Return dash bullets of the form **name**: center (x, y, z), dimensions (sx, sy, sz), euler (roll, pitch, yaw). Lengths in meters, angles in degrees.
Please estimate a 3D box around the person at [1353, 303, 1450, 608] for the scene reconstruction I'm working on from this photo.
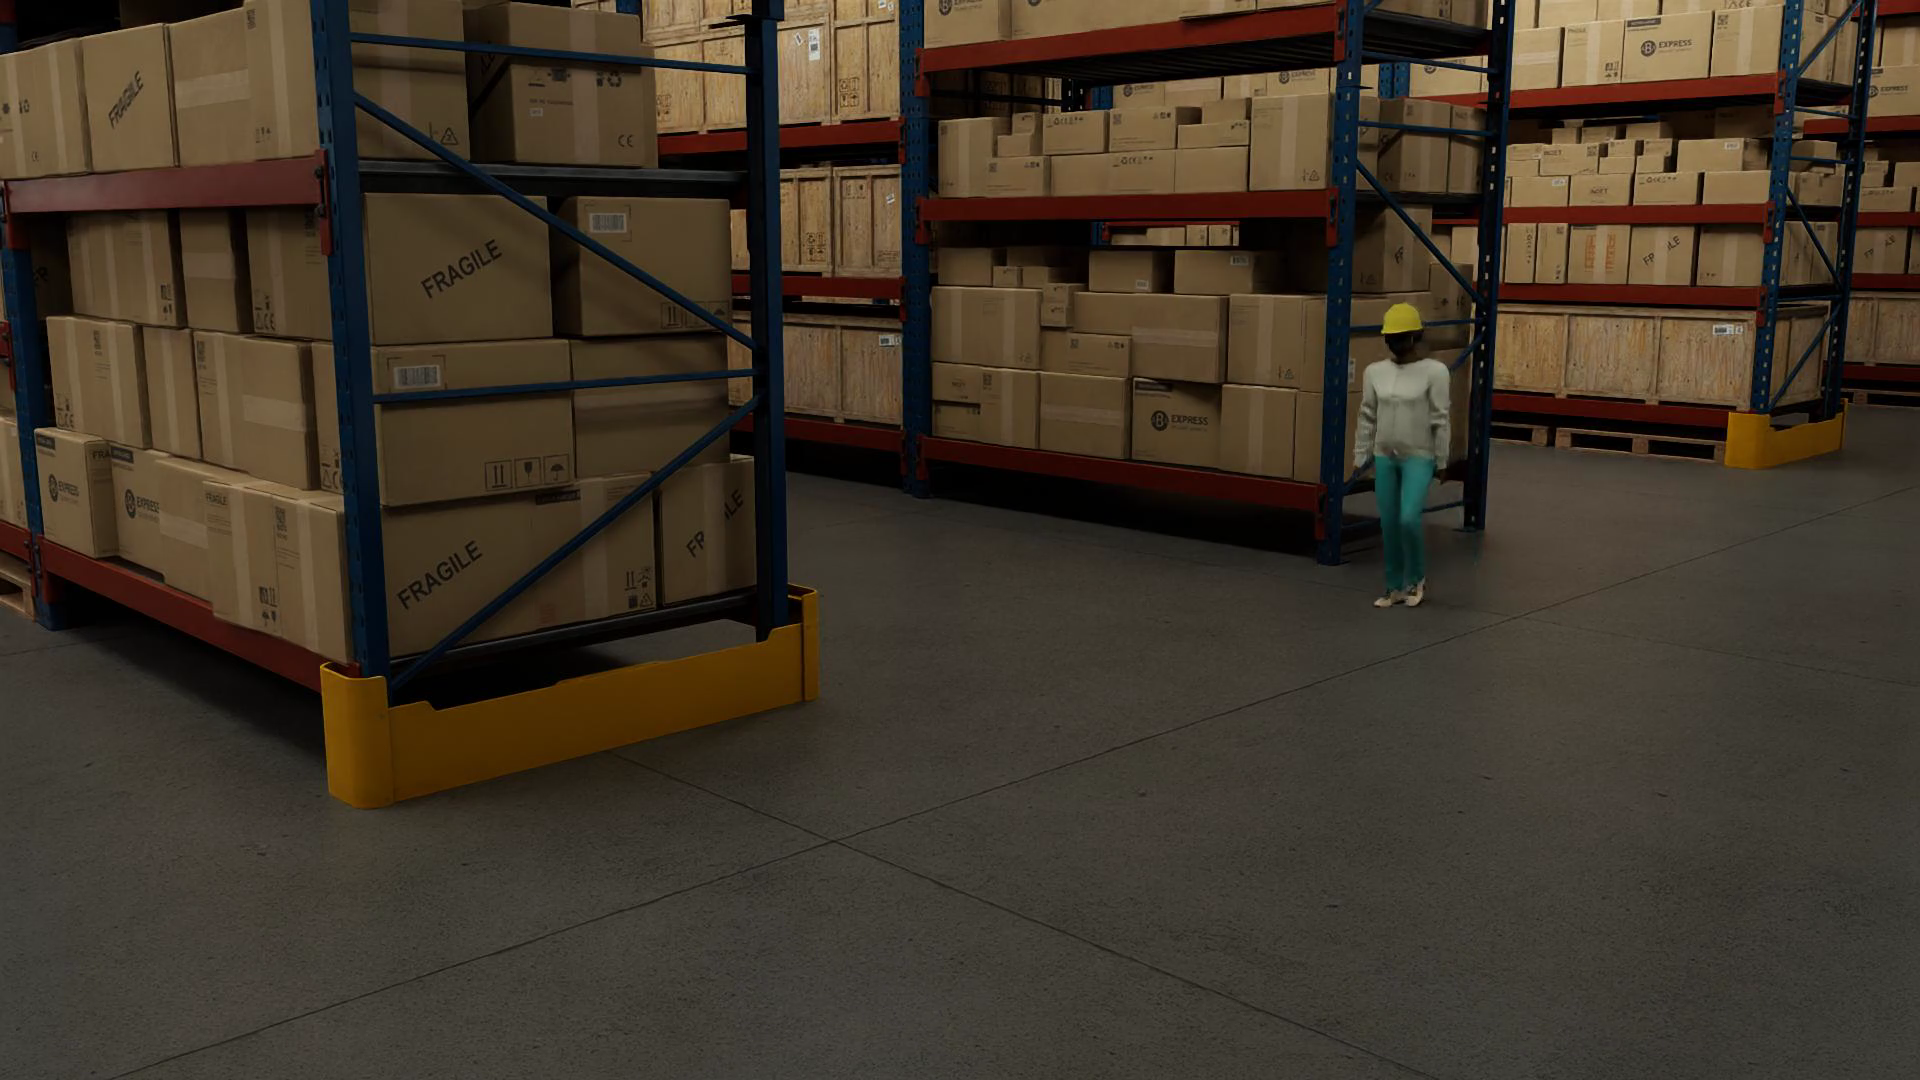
- **person**: center (2.504, -0.463, 9.453), dimensions (0.545, 1.750, 0.399), euler (9, 14, 40)
